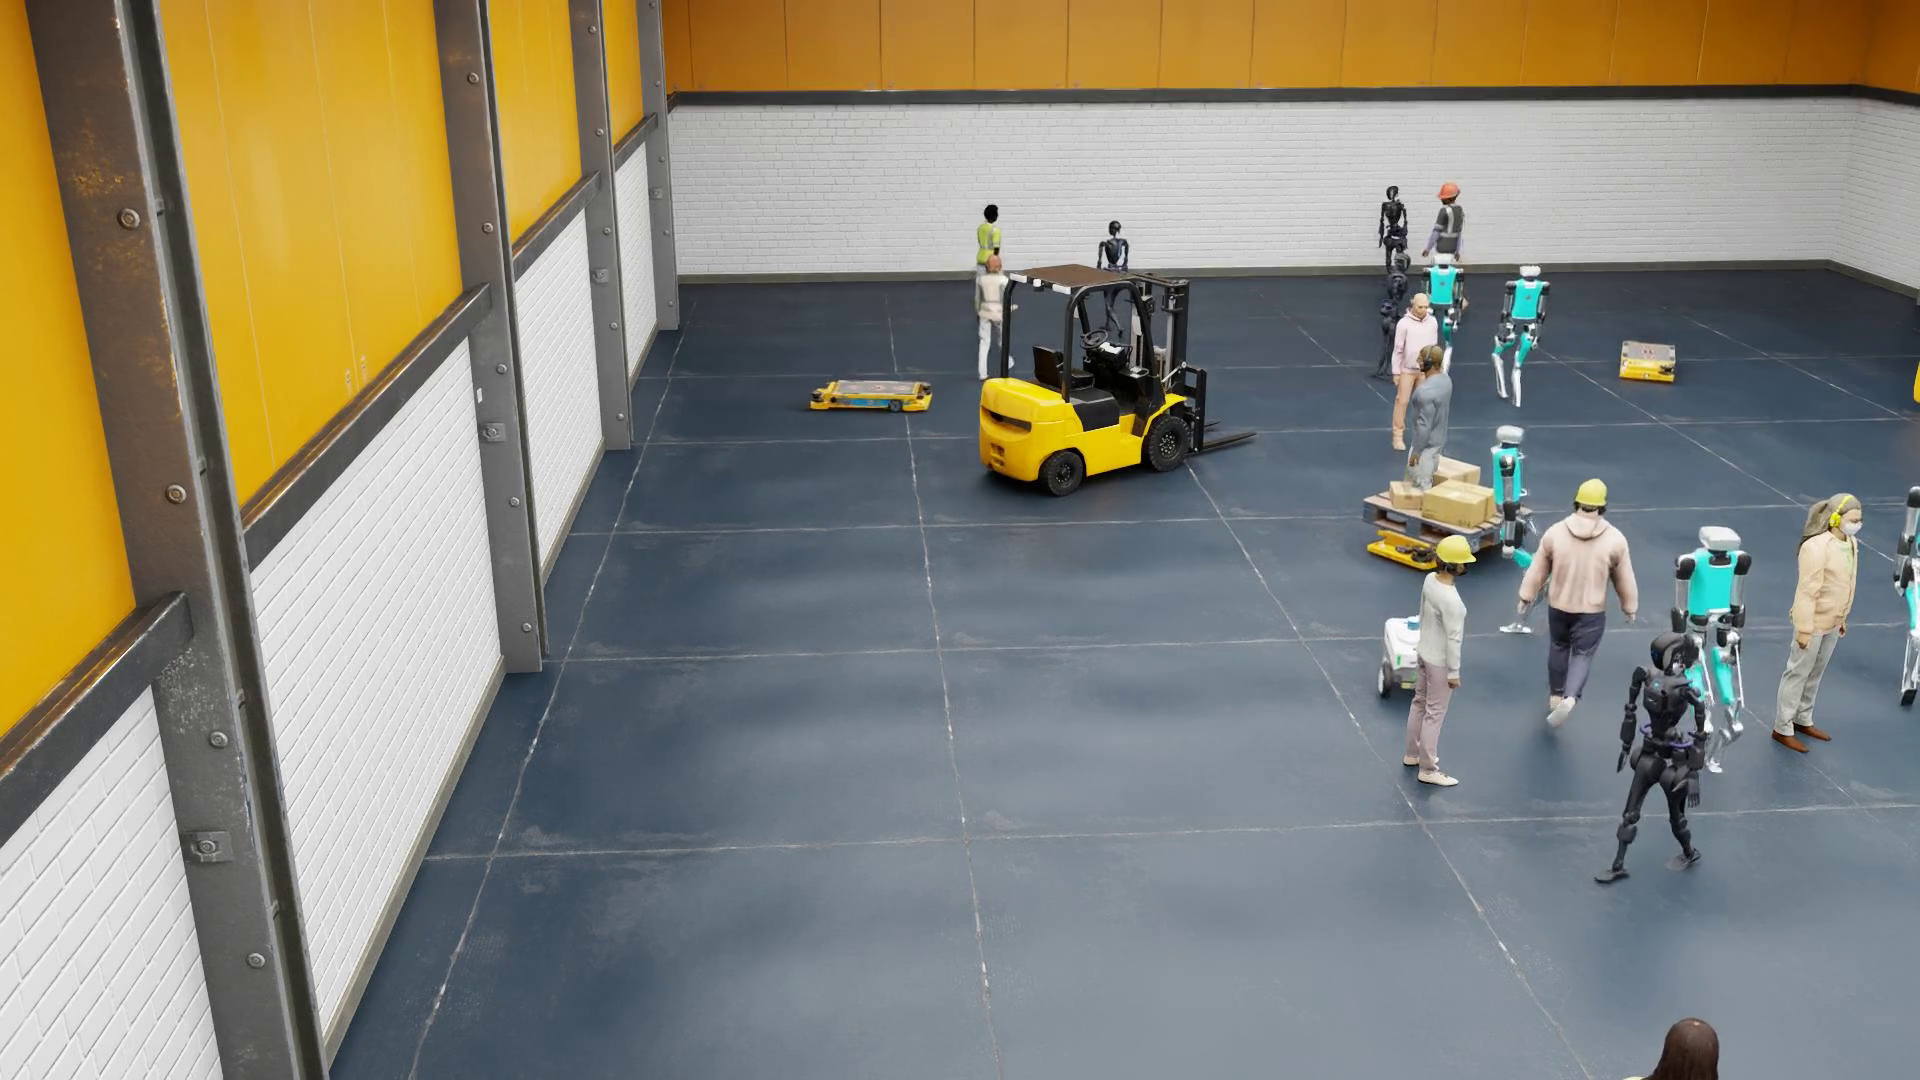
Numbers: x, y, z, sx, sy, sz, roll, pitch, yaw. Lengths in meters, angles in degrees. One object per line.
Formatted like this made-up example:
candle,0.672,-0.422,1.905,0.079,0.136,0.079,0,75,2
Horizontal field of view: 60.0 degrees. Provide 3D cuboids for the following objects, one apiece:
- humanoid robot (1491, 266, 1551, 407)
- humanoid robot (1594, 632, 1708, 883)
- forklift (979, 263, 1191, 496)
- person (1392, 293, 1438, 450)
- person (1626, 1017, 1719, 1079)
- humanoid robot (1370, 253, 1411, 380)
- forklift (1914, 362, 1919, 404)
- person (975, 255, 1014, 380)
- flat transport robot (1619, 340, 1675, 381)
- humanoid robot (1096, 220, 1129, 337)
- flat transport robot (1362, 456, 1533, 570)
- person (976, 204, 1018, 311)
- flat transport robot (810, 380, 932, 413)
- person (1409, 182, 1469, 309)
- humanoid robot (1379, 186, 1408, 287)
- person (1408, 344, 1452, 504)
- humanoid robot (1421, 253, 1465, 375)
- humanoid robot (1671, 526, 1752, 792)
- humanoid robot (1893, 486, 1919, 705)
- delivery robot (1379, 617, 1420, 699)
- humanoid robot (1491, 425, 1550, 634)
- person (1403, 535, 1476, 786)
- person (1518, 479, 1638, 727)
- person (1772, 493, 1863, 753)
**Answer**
humanoid robot,6.805,-2.516,20.372,0.531,1.779,0.875,1,20,2
humanoid robot,4.276,1.320,10.065,0.760,1.641,0.609,-11,23,-27
forklift,1.315,-1.764,17.646,2.313,2.155,1.214,-14,24,-33
person,5.068,-1.891,18.596,0.538,1.776,0.409,-4,21,-11
person,2.667,2.616,6.333,0.469,1.763,0.361,12,24,30
humanoid robot,5.567,-2.905,21.518,0.399,1.640,0.597,6,21,15
forklift,12.602,-2.435,19.475,2.313,2.155,1.214,-1,20,-4
person,0.441,-2.909,21.635,0.534,1.581,0.868,7,21,18
flat transport robot,9.143,-2.382,22.118,0.659,0.231,1.431,8,22,20
humanoid robot,2.219,-3.753,23.889,0.584,1.656,0.744,-13,24,-31
flat transport robot,4.570,-0.028,15.702,1.431,0.231,0.659,-15,25,-35
person,0.542,-4.224,25.088,0.769,1.663,0.551,-15,25,-35
flat transport robot,-1.083,-1.767,20.441,1.431,0.231,0.659,1,20,3
person,7.385,-4.456,25.296,0.997,1.963,0.592,16,25,36
humanoid robot,7.073,-4.926,27.005,0.403,1.640,0.608,-13,24,-32
person,4.380,-0.891,15.635,0.354,1.937,0.634,12,23,30
humanoid robot,6.111,-2.834,21.201,0.547,1.735,0.840,6,21,15
humanoid robot,5.146,0.853,11.215,0.532,1.801,0.797,-4,21,-10
humanoid robot,7.315,0.388,12.464,0.532,1.772,0.941,8,22,22
delivery robot,3.471,0.903,12.781,0.499,0.614,0.803,2,20,6
humanoid robot,4.665,-0.023,13.644,0.733,1.838,0.535,5,21,13
person,3.261,0.801,11.272,0.309,1.768,0.532,-2,20,-6
person,4.475,0.469,12.085,0.807,1.837,0.737,12,23,30
person,6.062,0.561,11.770,0.550,1.875,0.414,-14,24,-33
